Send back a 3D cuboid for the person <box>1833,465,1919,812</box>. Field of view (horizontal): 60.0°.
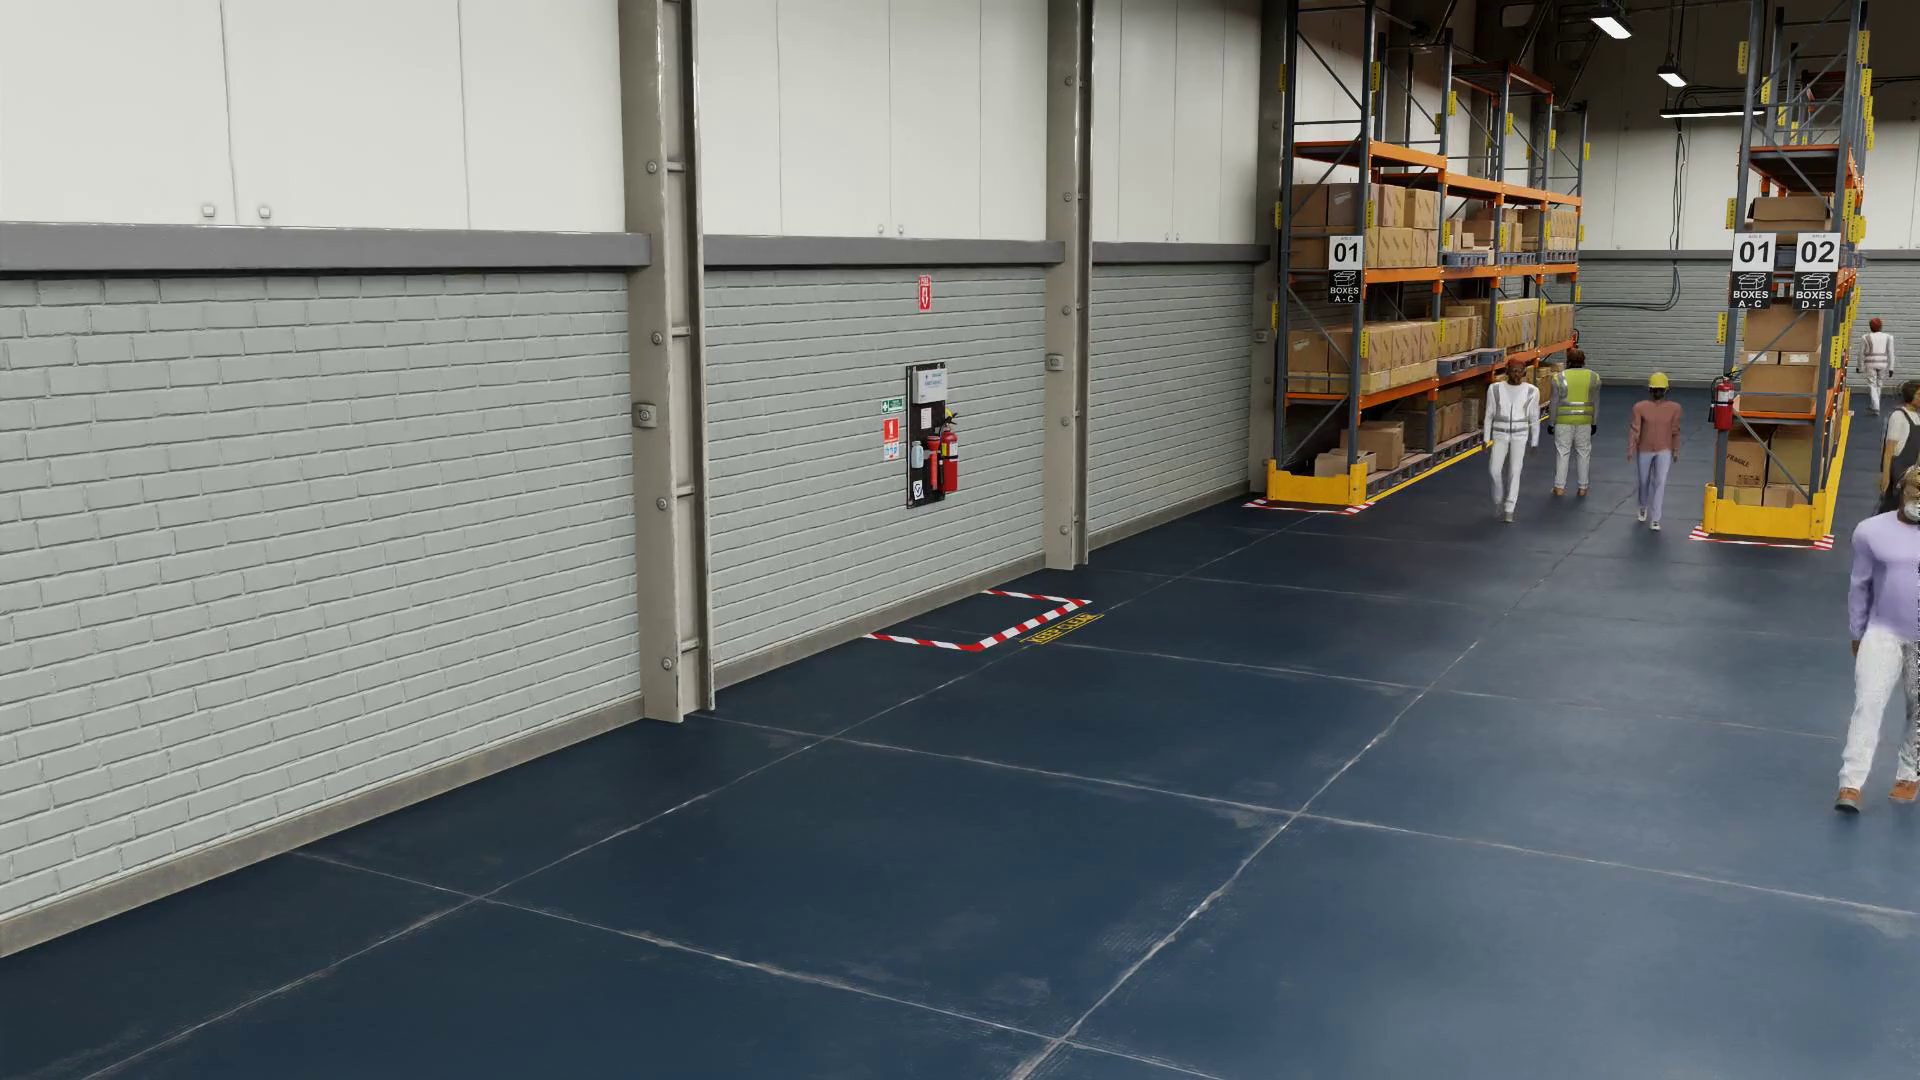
[{"bbox_3d":[5.026,0.551,8.880,0.619,1.889,0.952,8,12,38],"label":"person"}]

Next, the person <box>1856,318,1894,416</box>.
[{"bbox_3d":[17.244,-3.253,31.327,0.577,1.840,0.934,1,10,4],"label":"person"}]

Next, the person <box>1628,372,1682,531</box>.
[{"bbox_3d":[7.707,-1.013,18.490,0.534,1.732,0.855,3,10,20],"label":"person"}]

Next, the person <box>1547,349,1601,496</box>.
[{"bbox_3d":[7.672,-1.470,20.826,0.621,1.845,0.429,1,10,6],"label":"person"}]

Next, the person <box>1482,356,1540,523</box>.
[{"bbox_3d":[6.207,-1.132,18.732,0.614,1.875,0.398,3,10,18],"label":"person"}]

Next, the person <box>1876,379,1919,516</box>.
[{"bbox_3d":[9.173,-0.622,15.944,0.545,1.810,0.878,-9,13,-43],"label":"person"}]
